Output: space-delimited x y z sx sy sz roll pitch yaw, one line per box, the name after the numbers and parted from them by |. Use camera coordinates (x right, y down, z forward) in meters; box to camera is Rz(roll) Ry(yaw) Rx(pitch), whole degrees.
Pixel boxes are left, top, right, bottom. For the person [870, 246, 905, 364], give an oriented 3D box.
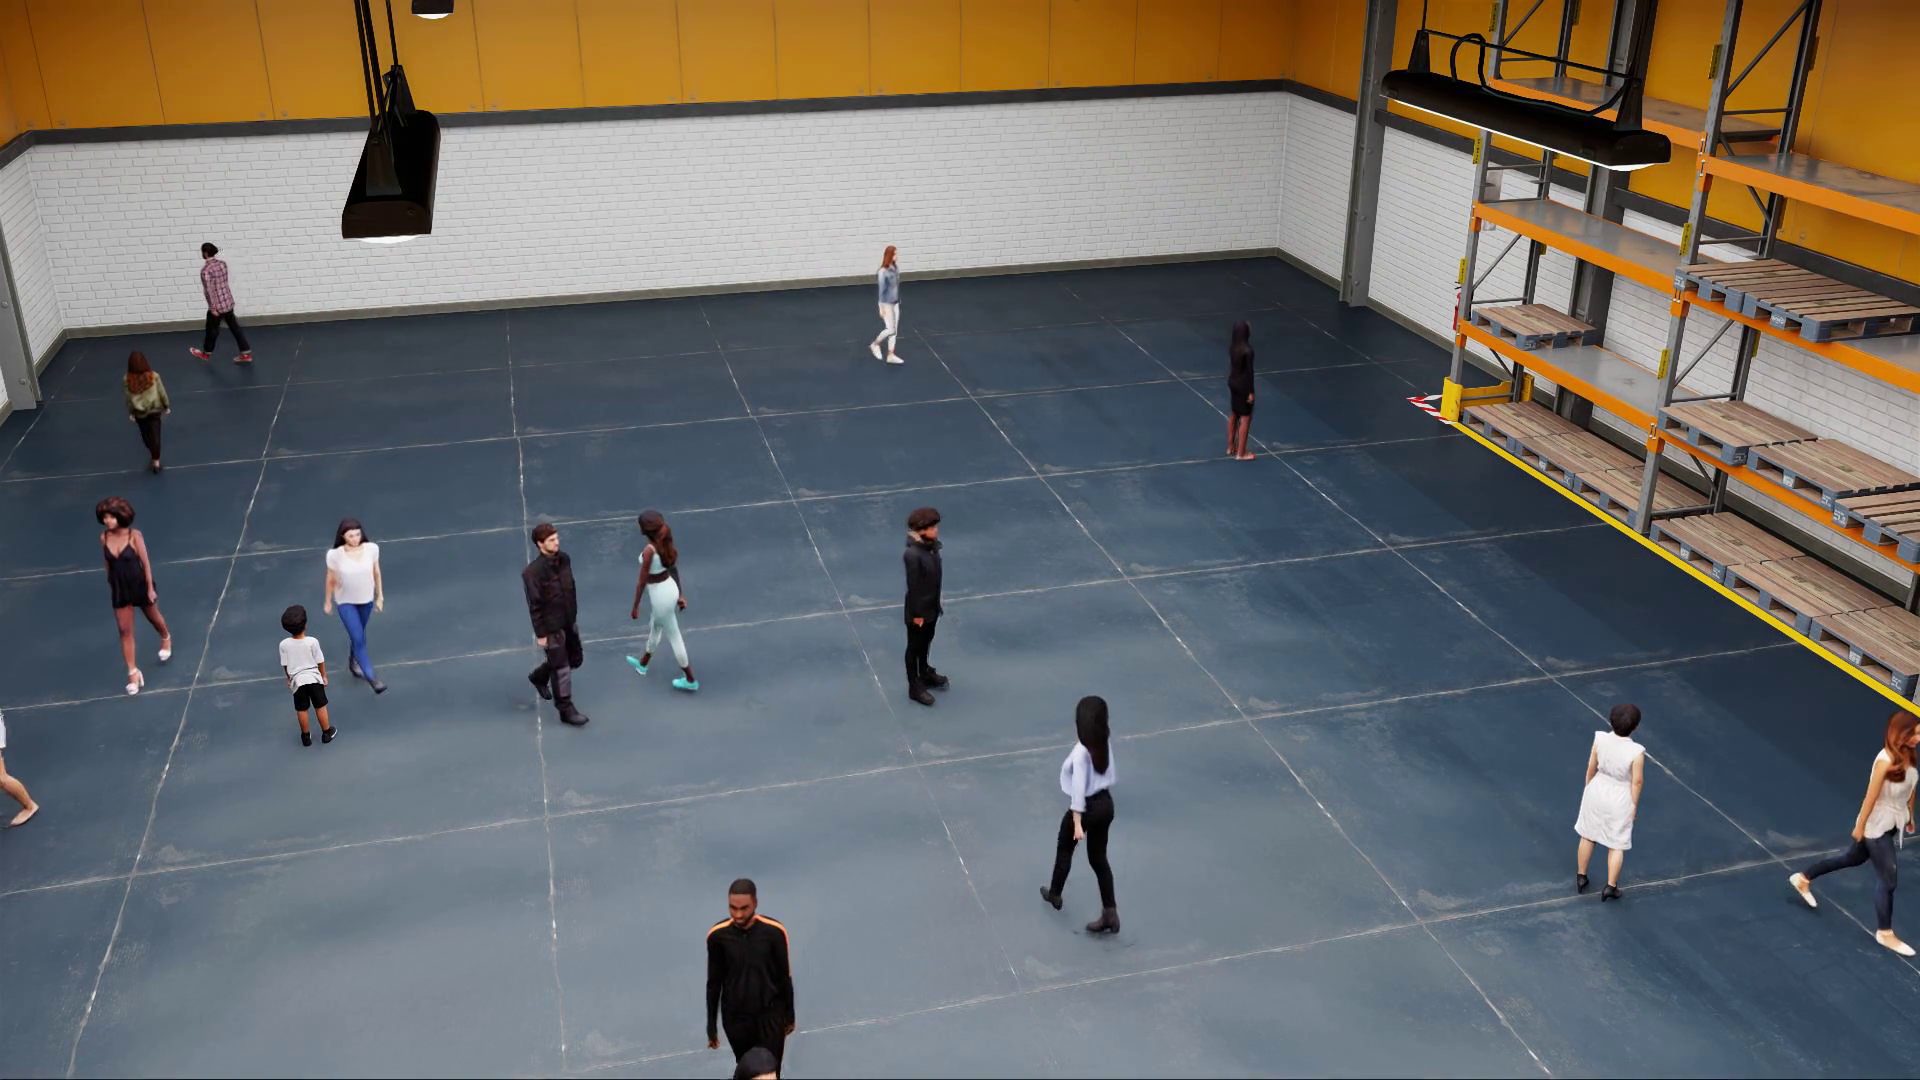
-1.072 -3.328 23.538 0.896 1.691 0.834 14 27 29 | person

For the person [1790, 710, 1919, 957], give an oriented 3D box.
6.233 1.928 11.444 0.922 1.747 1.217 -18 30 -36 | person

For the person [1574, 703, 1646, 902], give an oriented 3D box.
4.636 1.855 11.850 0.607 1.555 0.702 21 31 39 | person

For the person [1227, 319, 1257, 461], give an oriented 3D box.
3.367 -1.824 20.060 0.703 1.720 0.502 -8 25 -18 | person

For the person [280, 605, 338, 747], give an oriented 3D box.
-5.462 1.130 13.875 0.480 1.261 0.489 -6 24 -13 | person

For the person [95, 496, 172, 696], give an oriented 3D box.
-7.352 0.428 14.874 0.686 1.747 1.098 -2 24 -5 | person

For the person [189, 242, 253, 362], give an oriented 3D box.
-10.373 -3.320 23.470 1.094 1.731 1.163 6 24 13 | person

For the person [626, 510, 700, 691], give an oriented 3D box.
-2.526 0.567 14.628 1.028 1.690 1.030 11 26 23 | person

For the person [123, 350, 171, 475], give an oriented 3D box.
-9.595 -1.485 19.630 0.625 1.443 0.915 -8 25 -17 | person

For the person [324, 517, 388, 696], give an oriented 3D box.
-5.390 0.549 14.752 1.004 1.624 1.231 -18 29 -35 | person

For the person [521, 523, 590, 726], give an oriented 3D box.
-3.509 0.703 14.151 1.075 1.823 1.036 10 26 22 | person

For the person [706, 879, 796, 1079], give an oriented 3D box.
-1.193 2.687 9.653 0.745 1.791 0.807 0 24 0 | person

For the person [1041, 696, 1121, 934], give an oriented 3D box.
0.937 1.946 11.464 1.060 1.697 0.964 13 27 27 | person

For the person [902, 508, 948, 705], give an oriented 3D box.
-0.342 0.553 14.557 0.801 1.773 0.717 12 26 26 | person
